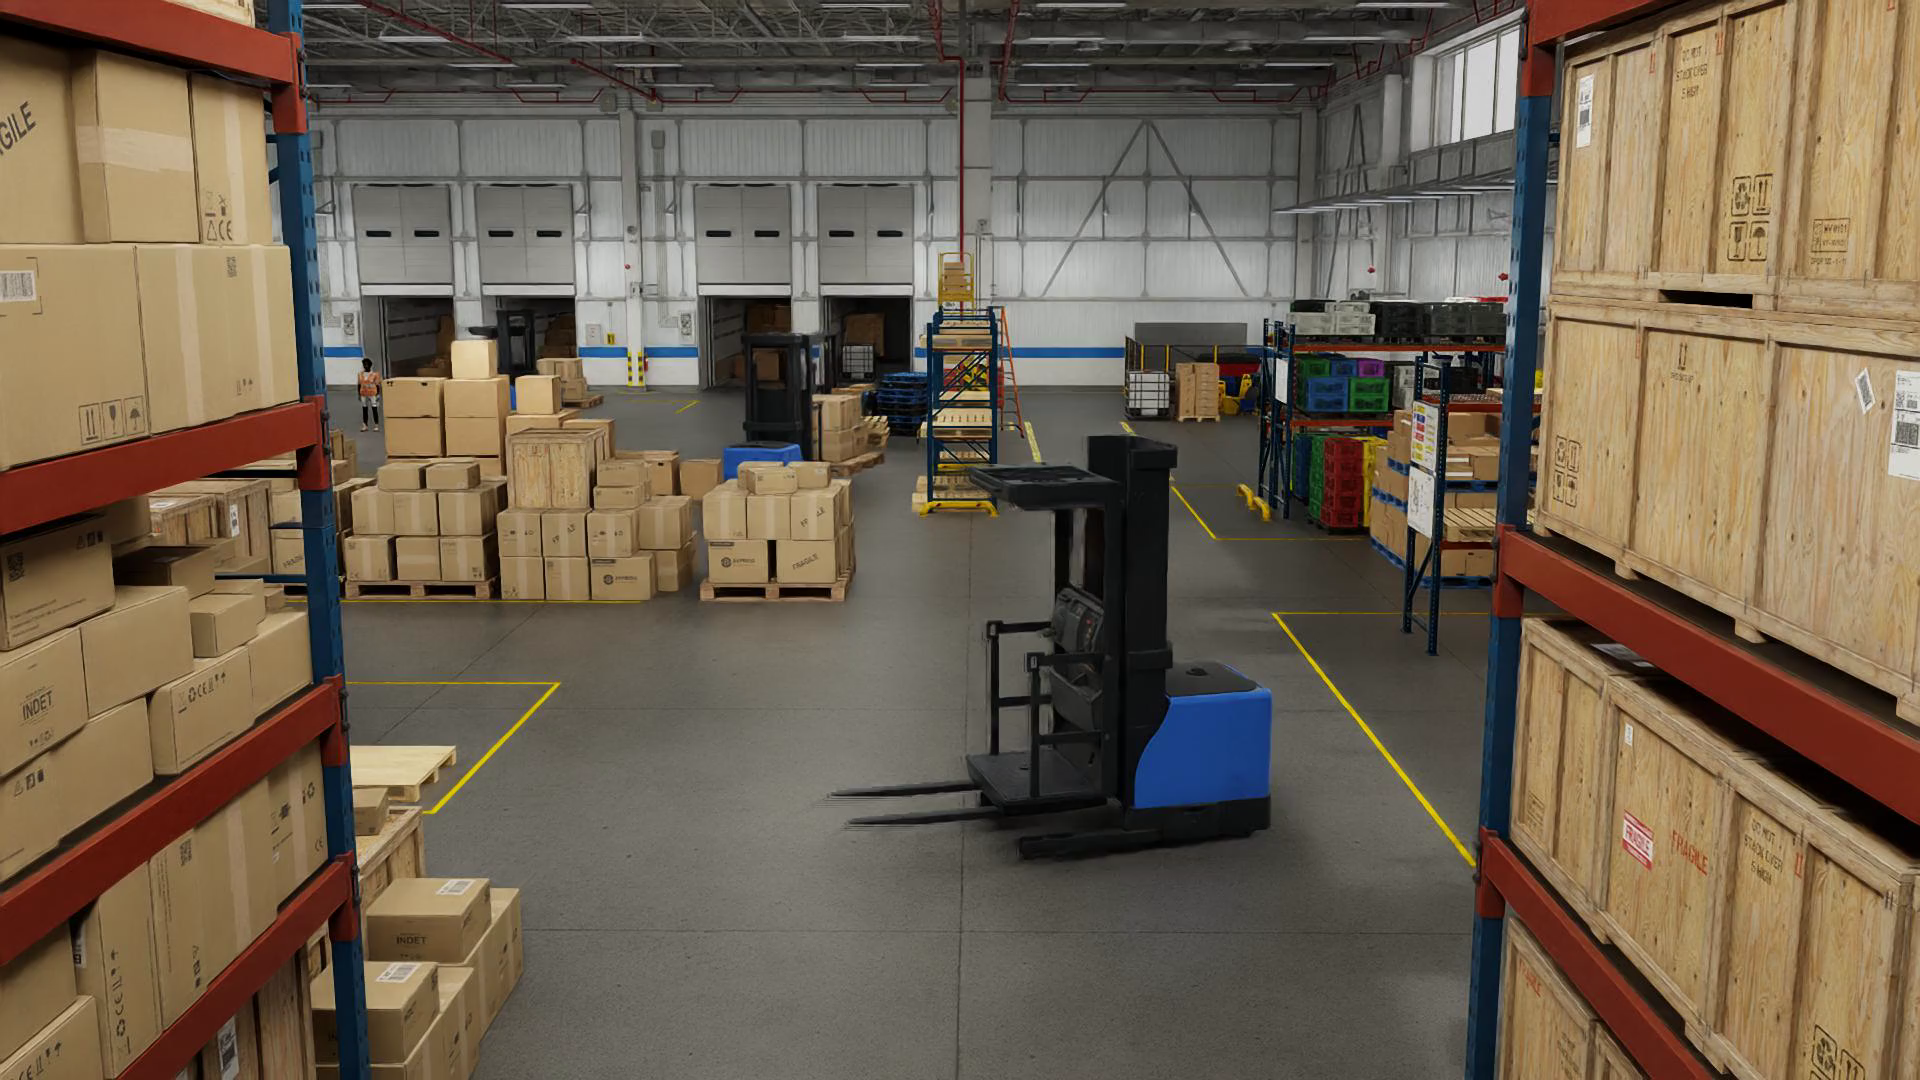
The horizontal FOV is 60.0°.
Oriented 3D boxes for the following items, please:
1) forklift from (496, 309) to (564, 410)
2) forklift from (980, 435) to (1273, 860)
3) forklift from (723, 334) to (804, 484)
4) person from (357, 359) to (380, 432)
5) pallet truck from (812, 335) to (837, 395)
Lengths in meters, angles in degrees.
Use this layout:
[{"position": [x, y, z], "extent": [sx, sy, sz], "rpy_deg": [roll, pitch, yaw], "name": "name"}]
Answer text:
[{"position": [-10.113, -3.891, 38.150], "extent": [1.873, 2.768, 1.129], "rpy_deg": [6, 12, 31], "name": "forklift"}, {"position": [1.194, 0.678, 11.791], "extent": [1.873, 2.768, 1.129], "rpy_deg": [-3, 10, -15], "name": "forklift"}, {"position": [-3.008, -1.909, 26.713], "extent": [1.129, 2.768, 1.873], "rpy_deg": [3, 10, 15], "name": "forklift"}, {"position": [-13.656, -3.344, 38.411], "extent": [0.532, 1.696, 0.318], "rpy_deg": [0, 10, 1], "name": "person"}, {"position": [-3.021, -4.312, 43.126], "extent": [1.885, 1.965, 0.823], "rpy_deg": [3, 10, 17], "name": "pallet truck"}]
